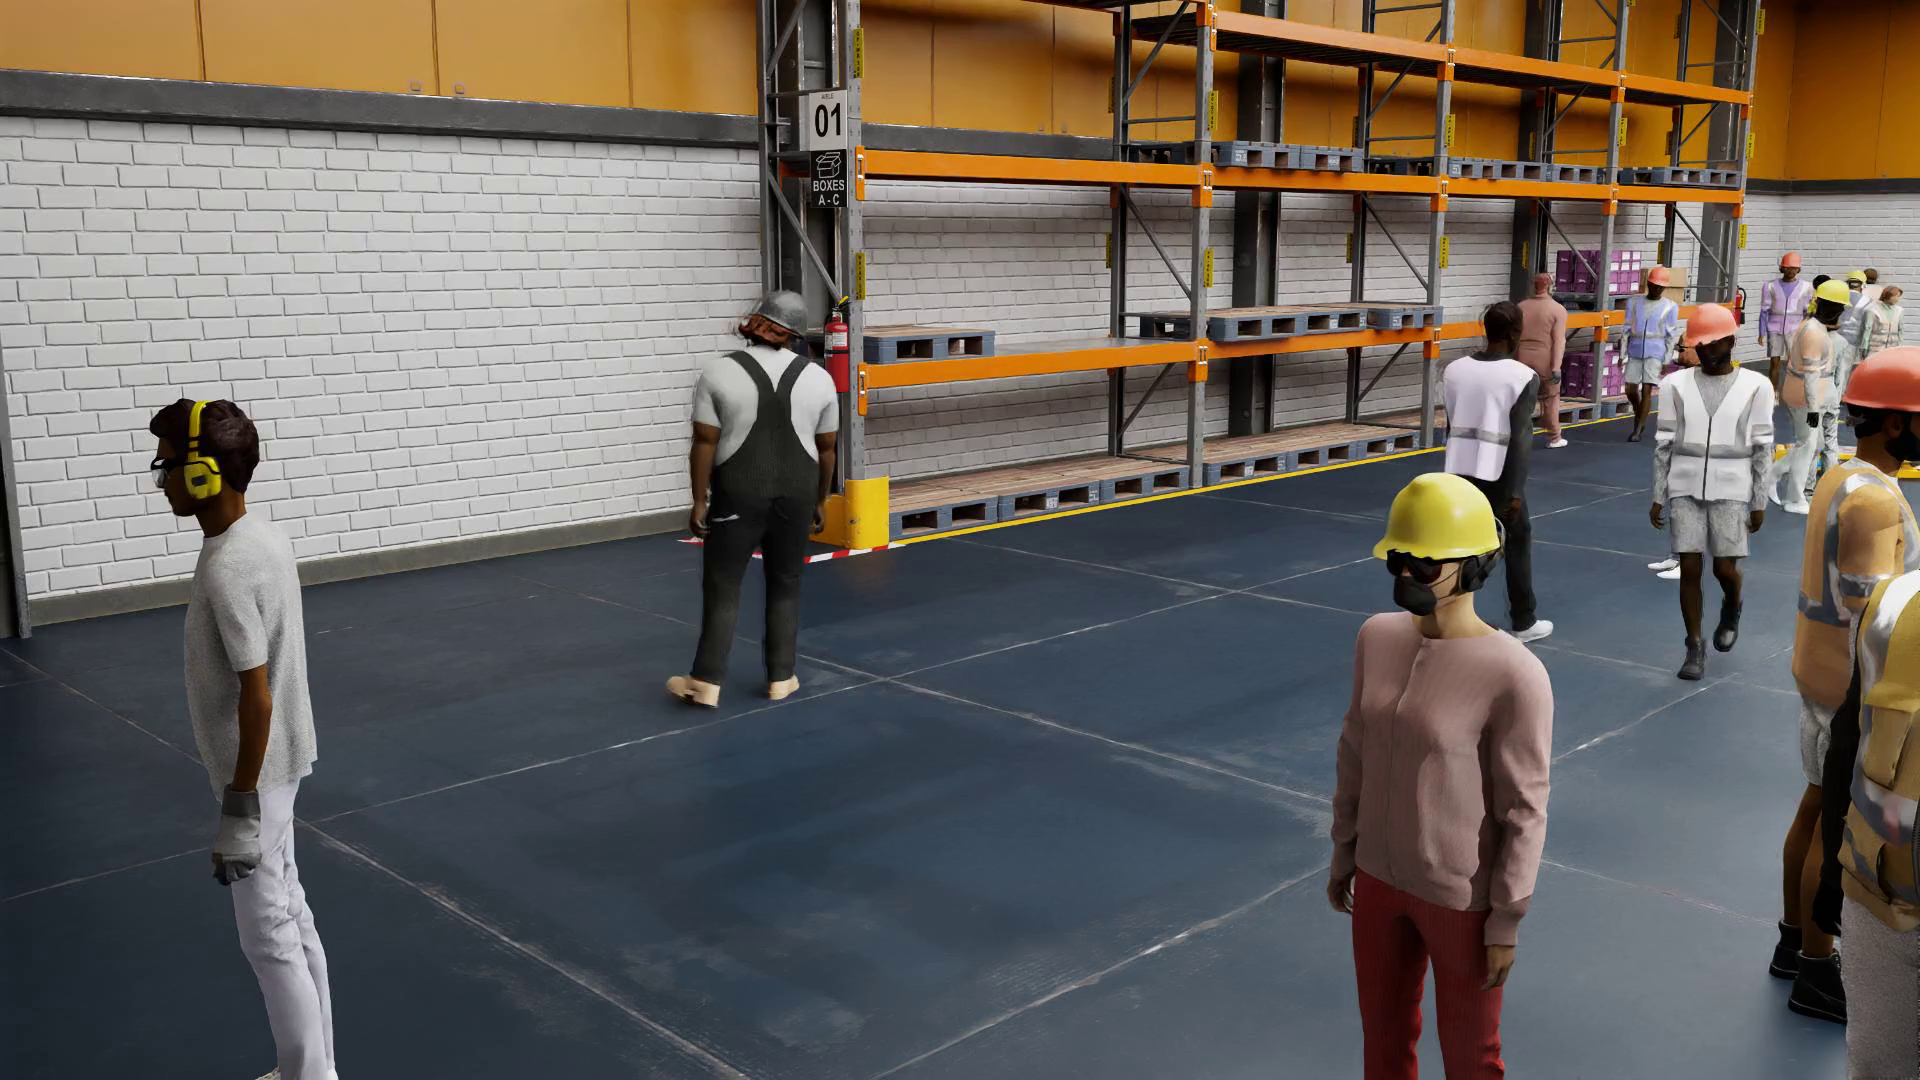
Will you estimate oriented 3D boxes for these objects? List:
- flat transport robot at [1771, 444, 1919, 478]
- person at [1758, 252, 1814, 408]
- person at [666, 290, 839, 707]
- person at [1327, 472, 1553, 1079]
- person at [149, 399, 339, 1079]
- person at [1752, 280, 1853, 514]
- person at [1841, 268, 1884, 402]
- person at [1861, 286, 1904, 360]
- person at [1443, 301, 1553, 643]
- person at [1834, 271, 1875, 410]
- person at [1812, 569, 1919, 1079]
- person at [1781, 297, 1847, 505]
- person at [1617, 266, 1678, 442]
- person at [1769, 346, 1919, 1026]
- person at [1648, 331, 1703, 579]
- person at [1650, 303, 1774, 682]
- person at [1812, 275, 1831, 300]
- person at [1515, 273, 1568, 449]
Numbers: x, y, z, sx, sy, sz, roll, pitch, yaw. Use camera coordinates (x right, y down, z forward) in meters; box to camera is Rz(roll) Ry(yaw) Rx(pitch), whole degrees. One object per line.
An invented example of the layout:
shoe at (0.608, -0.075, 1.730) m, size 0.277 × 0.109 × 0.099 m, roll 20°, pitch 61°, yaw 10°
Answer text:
flat transport robot at (8.308, -0.758, 15.705) m, size 1.431 × 0.197 × 0.652 m, roll 5°, pitch 11°, yaw 24°
person at (10.711, -2.718, 21.618) m, size 0.612 × 2.026 × 0.461 m, roll 5°, pitch 11°, yaw 25°
person at (-1.017, -0.242, 8.066) m, size 0.849 × 2.000 × 0.542 m, roll -4°, pitch 11°, yaw -19°
person at (0.978, 0.732, 3.511) m, size 0.318 × 1.767 × 0.525 m, roll -7°, pitch 12°, yaw -33°
person at (-1.719, 0.588, 4.022) m, size 0.309 × 1.864 × 0.535 m, roll -3°, pitch 11°, yaw -15°
person at (6.799, -1.135, 13.347) m, size 0.540 × 1.895 × 0.606 m, roll 6°, pitch 12°, yaw 28°
person at (11.949, -2.696, 22.096) m, size 0.644 × 1.812 × 0.658 m, roll -1°, pitch 10°, yaw -4°
person at (11.614, -2.378, 20.893) m, size 0.573 × 1.594 × 0.813 m, roll 0°, pitch 10°, yaw -1°
person at (2.932, -0.346, 9.070) m, size 0.869 × 1.885 × 0.598 m, roll -9°, pitch 14°, yaw -40°
person at (11.406, -2.551, 21.348) m, size 0.694 × 1.783 × 0.609 m, roll -7°, pitch 13°, yaw -34°
person at (1.988, 0.732, 3.294) m, size 0.430 × 1.845 × 0.619 m, roll -7°, pitch 12°, yaw -33°
person at (7.056, -1.134, 13.741) m, size 0.487 × 1.743 × 0.315 m, roll -4°, pitch 11°, yaw -19°
person at (7.497, -2.025, 18.139) m, size 0.586 × 1.914 × 0.588 m, roll 7°, pitch 13°, yaw 34°
person at (2.587, 0.417, 4.761) m, size 0.364 × 1.935 × 0.548 m, roll 3°, pitch 11°, yaw 17°
person at (4.755, -0.563, 10.920) m, size 0.284 × 1.636 × 0.500 m, roll 2°, pitch 11°, yaw 13°
person at (3.841, -0.257, 8.515) m, size 0.553 × 1.910 × 0.596 m, roll 6°, pitch 12°, yaw 30°
person at (12.160, -2.930, 23.693) m, size 0.325 × 1.688 × 0.536 m, roll -1°, pitch 10°, yaw -3°
person at (6.010, -1.845, 17.316) m, size 0.992 × 1.857 × 0.664 m, roll -9°, pitch 14°, yaw -40°
